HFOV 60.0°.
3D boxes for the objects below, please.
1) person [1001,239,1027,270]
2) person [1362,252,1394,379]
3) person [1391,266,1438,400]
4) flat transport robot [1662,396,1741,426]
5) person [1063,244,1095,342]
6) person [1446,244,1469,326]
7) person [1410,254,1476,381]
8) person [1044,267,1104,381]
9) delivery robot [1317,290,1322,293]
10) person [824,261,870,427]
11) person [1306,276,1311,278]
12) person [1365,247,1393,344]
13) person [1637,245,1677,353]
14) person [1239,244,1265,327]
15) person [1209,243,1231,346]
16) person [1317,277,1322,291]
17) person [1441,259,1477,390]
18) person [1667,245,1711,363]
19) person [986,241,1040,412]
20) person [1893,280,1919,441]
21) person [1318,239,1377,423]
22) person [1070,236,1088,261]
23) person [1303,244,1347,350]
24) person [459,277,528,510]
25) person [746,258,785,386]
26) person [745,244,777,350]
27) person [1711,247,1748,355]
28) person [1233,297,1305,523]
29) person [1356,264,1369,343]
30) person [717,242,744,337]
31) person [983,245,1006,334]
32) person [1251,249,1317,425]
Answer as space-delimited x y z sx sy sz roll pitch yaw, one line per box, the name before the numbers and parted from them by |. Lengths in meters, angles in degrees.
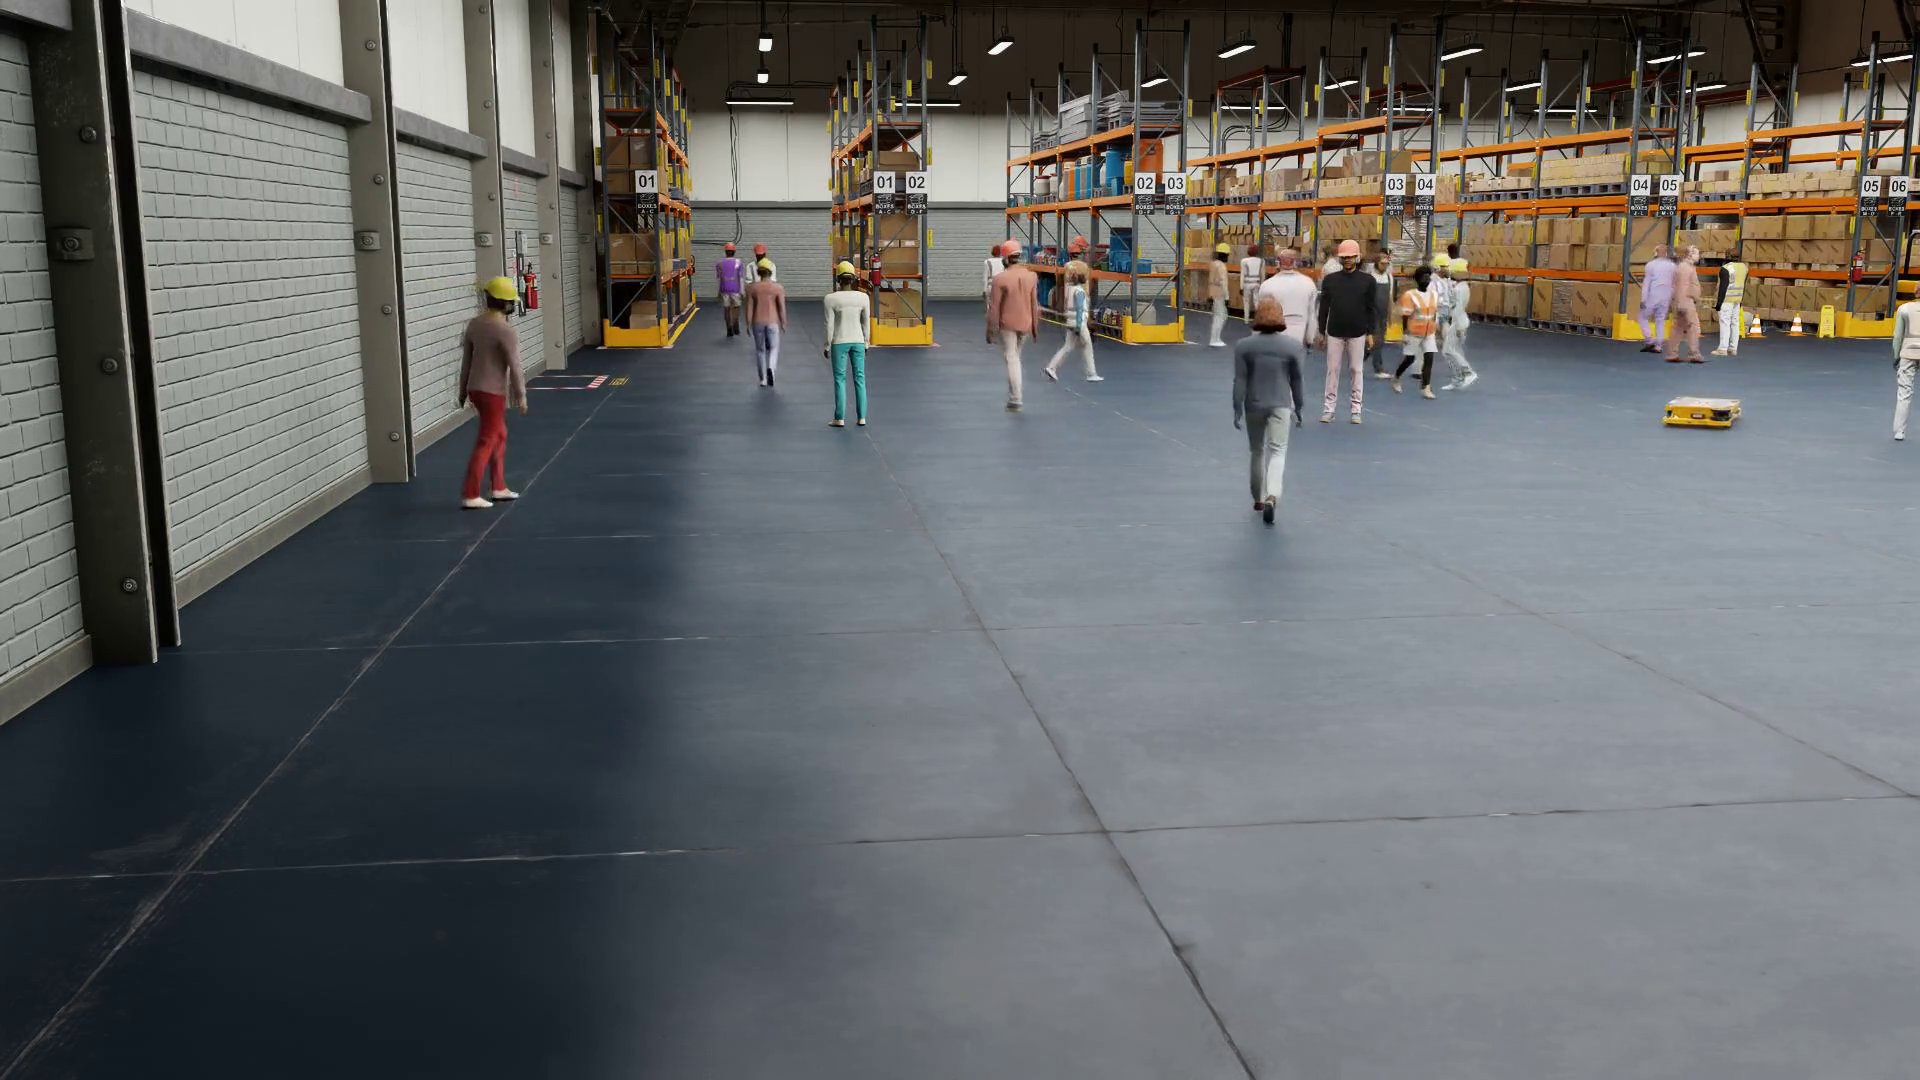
person | 1.285 -6.125 39.347 0.626 1.980 1.106 -2 11 -12
person | 5.958 -3.234 23.932 0.521 1.820 0.772 -5 11 -25
person | 5.757 -2.624 20.996 0.535 1.670 0.723 -4 11 -19
flat transport robot | 8.128 -1.412 18.189 0.652 0.197 1.431 6 12 29
person | 2.279 -4.721 31.884 0.561 1.909 0.833 -5 11 -25
person | 9.732 -4.901 32.872 0.612 1.891 0.537 2 10 10
person | 6.768 -3.101 23.292 0.892 1.782 0.608 9 14 40
person | 1.605 -3.027 23.354 0.794 1.610 0.510 -3 11 -14
delivery robot | 10.912 -7.286 49.353 0.707 0.478 0.477 -2 10 -8
person | -1.212 -2.088 17.794 0.525 1.769 0.310 -5 11 -24
person | 9.363 -7.147 45.427 0.634 1.808 0.930 1 10 4
person | 7.790 -4.535 31.024 0.553 1.829 0.486 6 12 30
person | 12.164 -4.207 29.080 0.661 1.883 0.467 -3 11 -15
person | 6.540 -5.658 37.114 0.583 1.868 0.615 -2 10 -9
person | 4.850 -4.541 30.842 0.499 1.908 0.623 -2 11 -11
person | 10.909 -8.186 50.859 0.921 1.912 0.640 -4 11 -23
person | 6.591 -2.830 21.964 0.409 1.735 0.494 5 11 26
person | 11.796 -3.771 26.699 0.765 1.882 0.677 4 11 22
person | 0.565 -2.493 19.427 0.653 1.973 0.627 -7 13 -34
person | 9.522 -1.787 16.488 0.513 1.642 0.313 10 14 44
person | 4.212 -2.265 18.137 0.622 1.994 0.381 4 11 19
person | 2.441 -5.228 34.275 0.390 2.034 0.605 1 10 6
person | 6.547 -4.347 29.839 1.022 1.879 0.651 5 12 26
person | -3.478 -1.100 12.468 0.555 1.721 0.719 8 13 38
person | -2.627 -2.920 22.426 0.530 1.750 0.667 0 10 -2
person | -3.577 -4.365 29.941 0.572 1.886 0.974 -1 10 -6
person | 13.209 -4.094 28.583 0.633 1.841 0.429 -6 12 -30
person | 2.213 -0.944 11.964 0.503 1.605 0.801 3 11 14
person | 7.455 -4.572 31.719 0.849 1.635 0.576 4 11 21
person | -4.671 -5.099 33.872 0.549 1.919 0.418 0 10 -1
person | 0.781 -5.266 34.996 0.590 1.854 0.509 -2 10 -8
person | 3.459 -2.180 17.943 0.685 1.886 0.550 -2 11 -10
